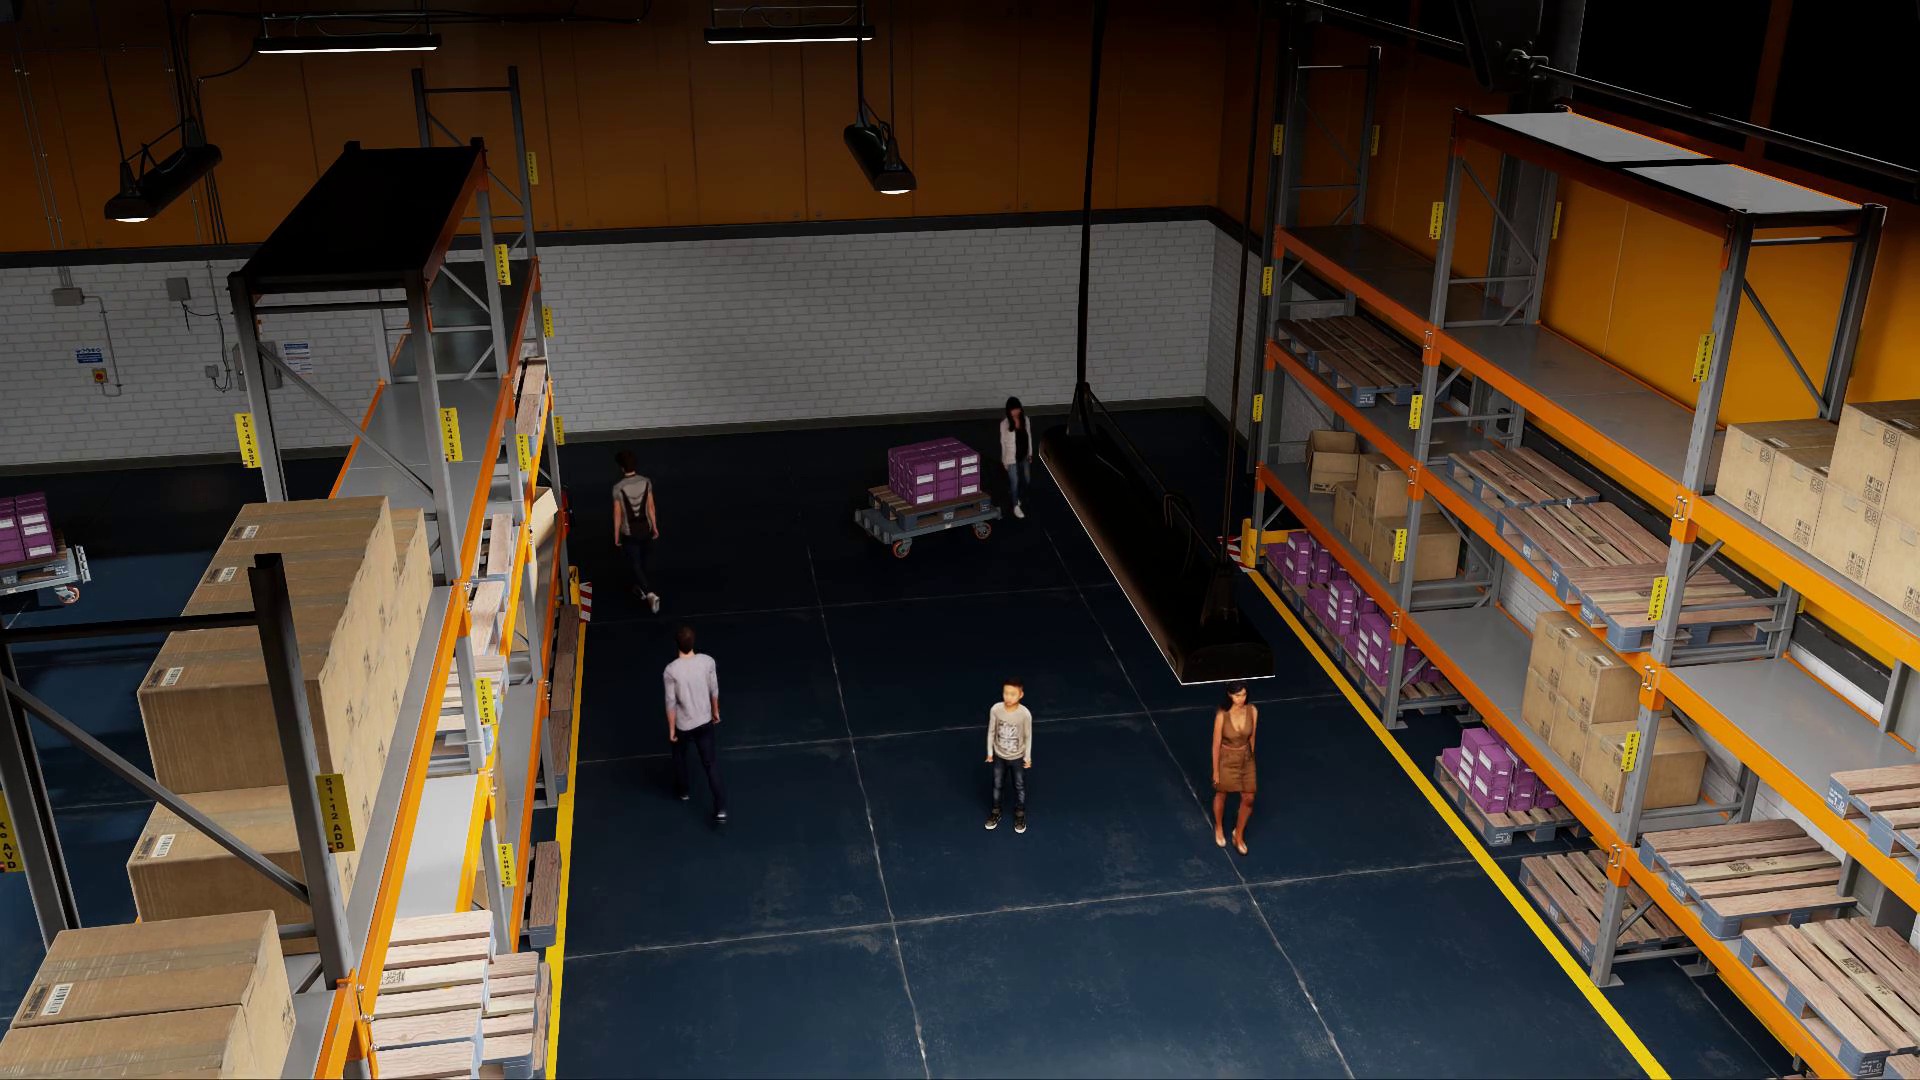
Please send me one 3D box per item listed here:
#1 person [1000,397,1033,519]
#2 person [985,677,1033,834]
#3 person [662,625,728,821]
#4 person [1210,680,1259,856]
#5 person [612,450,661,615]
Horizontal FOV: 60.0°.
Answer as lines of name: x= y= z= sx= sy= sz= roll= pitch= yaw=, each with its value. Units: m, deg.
person: x=0.664 y=-1.081 z=21.145 sx=0.736 sy=1.616 sz=0.785 roll=-14 pitch=27 yaw=-29
person: x=0.444 y=1.863 z=14.599 sx=0.627 sy=1.465 sz=0.631 roll=6 pitch=24 yaw=13
person: x=-2.322 y=1.653 z=14.657 sx=0.927 sy=1.804 sz=1.255 roll=-11 pitch=26 yaw=-24
person: x=2.305 y=1.887 z=14.286 sx=0.609 sy=1.672 sz=0.656 roll=-6 pitch=24 yaw=-14
person: x=-3.575 y=-0.071 z=18.523 sx=0.995 sy=1.866 sz=1.264 roll=-14 pitch=27 yaw=-29
